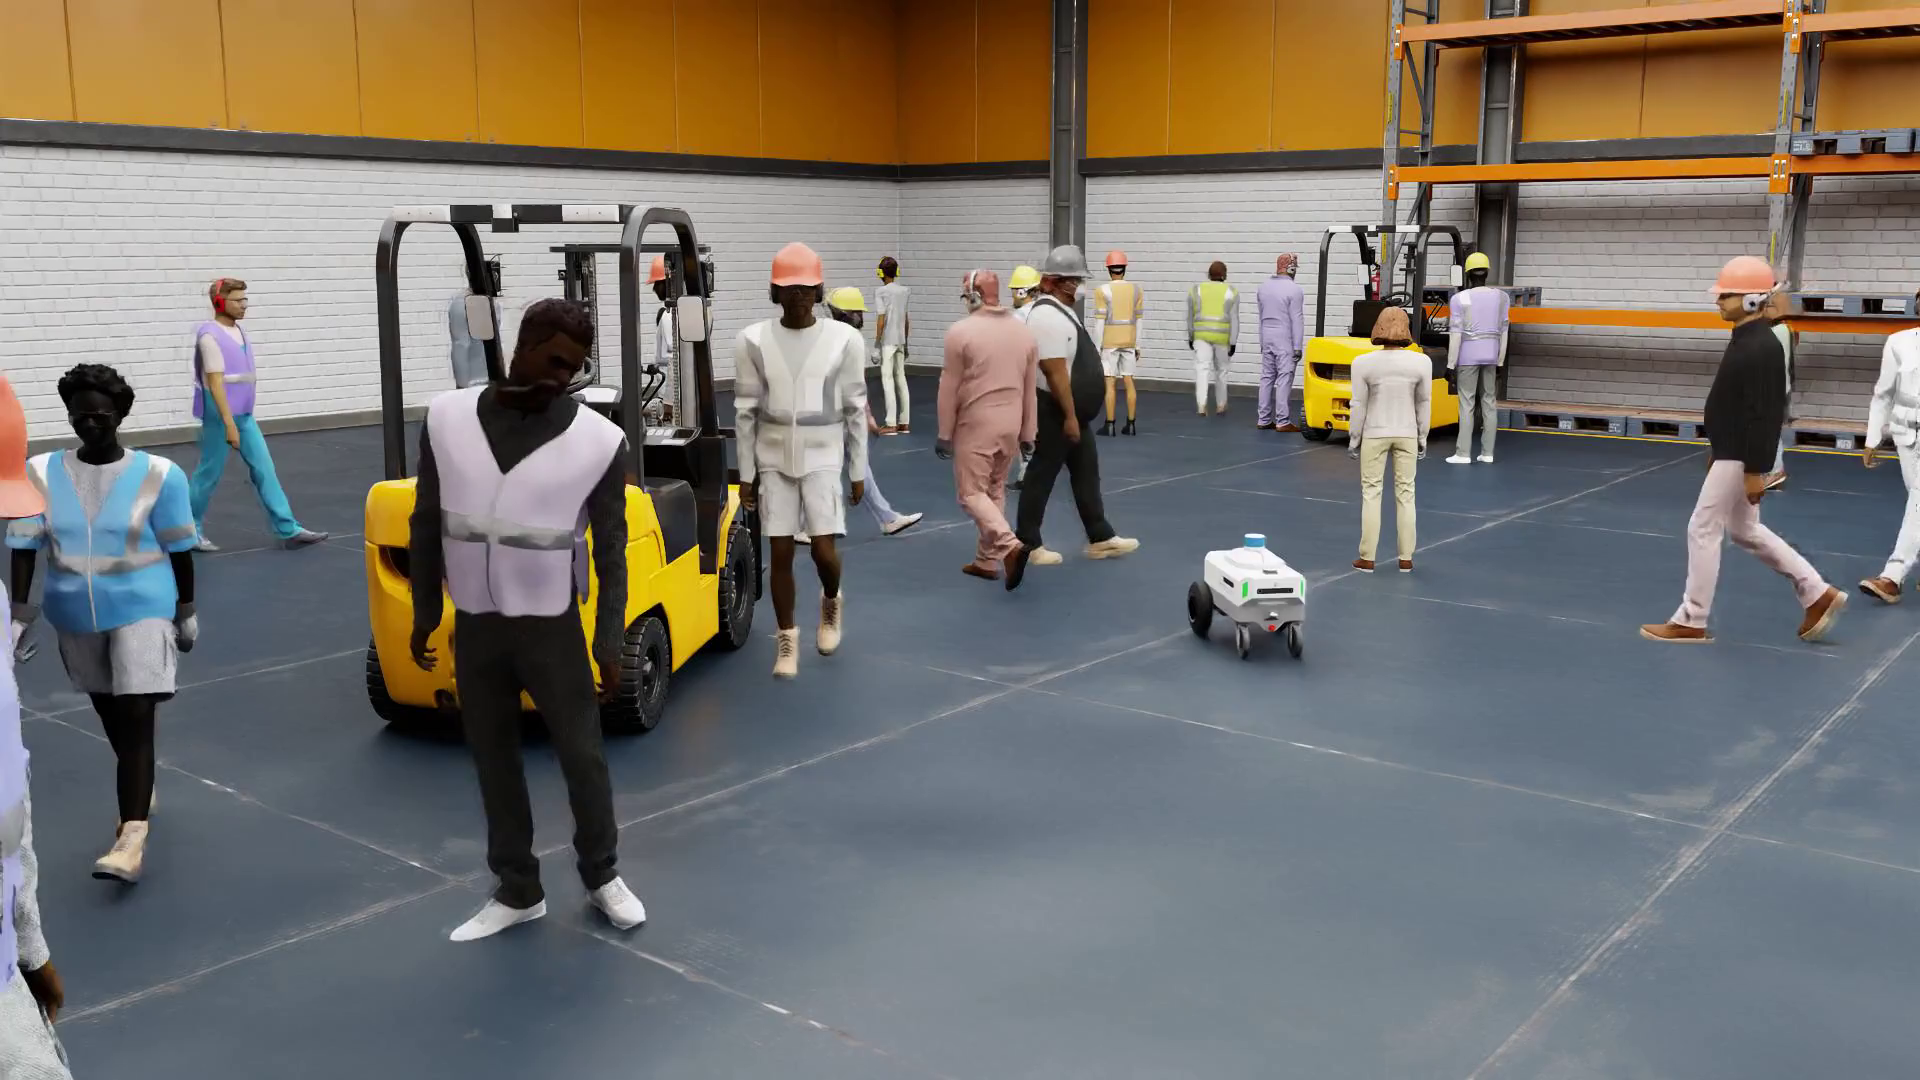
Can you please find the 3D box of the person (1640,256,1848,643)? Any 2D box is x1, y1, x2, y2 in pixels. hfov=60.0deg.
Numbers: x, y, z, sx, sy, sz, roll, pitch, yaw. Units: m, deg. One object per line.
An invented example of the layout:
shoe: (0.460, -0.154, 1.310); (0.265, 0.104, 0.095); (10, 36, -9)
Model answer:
person: (3.980, -0.429, 8.303); (0.886, 1.965, 0.624); (4, 11, 22)

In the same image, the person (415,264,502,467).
person: (-3.931, -1.302, 13.290); (0.874, 1.916, 0.640); (3, 11, 14)

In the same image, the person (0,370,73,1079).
person: (-1.585, 0.661, 2.461); (0.592, 1.889, 0.573); (0, 10, 2)

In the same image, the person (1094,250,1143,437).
person: (1.625, -2.040, 17.299); (0.548, 1.933, 0.376); (-4, 11, -19)

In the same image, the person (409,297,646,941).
person: (-1.246, 0.246, 4.840); (0.676, 1.887, 0.367); (1, 10, 6)

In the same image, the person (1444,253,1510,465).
person: (4.674, -1.634, 15.096); (0.584, 1.918, 0.381); (-2, 10, -13)

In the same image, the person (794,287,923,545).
person: (-0.720, -0.818, 11.123); (0.937, 1.716, 0.544); (-2, 10, -9)

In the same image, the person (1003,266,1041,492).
person: (0.549, -1.294, 13.457); (0.403, 1.828, 0.599); (6, 12, 30)

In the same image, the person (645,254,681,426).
person: (-2.027, -1.049, 11.806); (0.361, 1.935, 0.544); (0, 10, 2)

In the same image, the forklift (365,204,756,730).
forklift: (-1.766, -0.406, 7.525); (1.214, 2.155, 2.313); (1, 10, 7)

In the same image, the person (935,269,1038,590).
person: (0.198, -0.641, 9.722); (0.640, 1.874, 0.764); (-8, 13, -38)

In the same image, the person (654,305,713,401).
person: (-2.218, -1.268, 13.289); (0.430, 1.841, 0.624); (4, 11, 23)

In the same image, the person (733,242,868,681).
person: (-0.733, -0.358, 7.716); (0.610, 2.027, 0.549); (1, 10, 5)

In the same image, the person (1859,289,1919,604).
person: (5.445, -0.567, 9.418); (1.014, 1.826, 0.597); (-6, 12, -32)

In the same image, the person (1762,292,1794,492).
person: (6.527, -1.182, 13.415); (0.374, 1.618, 0.522); (5, 11, 25)

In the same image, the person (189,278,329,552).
person: (-4.699, -0.793, 10.787); (0.989, 1.790, 0.591); (0, 10, 1)

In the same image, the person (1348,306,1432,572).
person: (2.626, -0.608, 10.197); (0.499, 1.633, 0.286); (0, 10, 1)

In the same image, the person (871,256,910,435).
person: (-0.734, -2.033, 17.462); (0.325, 1.863, 0.516); (9, 13, 40)

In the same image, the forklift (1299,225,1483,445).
forklift: (4.449, -2.115, 16.993); (1.214, 2.155, 2.313); (8, 13, 38)

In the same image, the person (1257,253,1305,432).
person: (3.442, -2.096, 17.717); (0.403, 1.900, 0.647); (-6, 12, -31)

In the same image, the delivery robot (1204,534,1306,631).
delivery robot: (1.478, 0.213, 8.375); (0.477, 0.478, 0.707); (-1, 10, -7)

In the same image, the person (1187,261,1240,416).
person: (2.943, -2.338, 19.378); (0.621, 1.798, 0.968); (3, 11, 16)

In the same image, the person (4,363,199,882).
person: (-2.780, 0.247, 5.414); (0.542, 1.640, 0.912); (-1, 10, -8)

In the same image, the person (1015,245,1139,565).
person: (0.749, -0.845, 10.380); (0.904, 2.000, 0.695); (2, 10, 9)
